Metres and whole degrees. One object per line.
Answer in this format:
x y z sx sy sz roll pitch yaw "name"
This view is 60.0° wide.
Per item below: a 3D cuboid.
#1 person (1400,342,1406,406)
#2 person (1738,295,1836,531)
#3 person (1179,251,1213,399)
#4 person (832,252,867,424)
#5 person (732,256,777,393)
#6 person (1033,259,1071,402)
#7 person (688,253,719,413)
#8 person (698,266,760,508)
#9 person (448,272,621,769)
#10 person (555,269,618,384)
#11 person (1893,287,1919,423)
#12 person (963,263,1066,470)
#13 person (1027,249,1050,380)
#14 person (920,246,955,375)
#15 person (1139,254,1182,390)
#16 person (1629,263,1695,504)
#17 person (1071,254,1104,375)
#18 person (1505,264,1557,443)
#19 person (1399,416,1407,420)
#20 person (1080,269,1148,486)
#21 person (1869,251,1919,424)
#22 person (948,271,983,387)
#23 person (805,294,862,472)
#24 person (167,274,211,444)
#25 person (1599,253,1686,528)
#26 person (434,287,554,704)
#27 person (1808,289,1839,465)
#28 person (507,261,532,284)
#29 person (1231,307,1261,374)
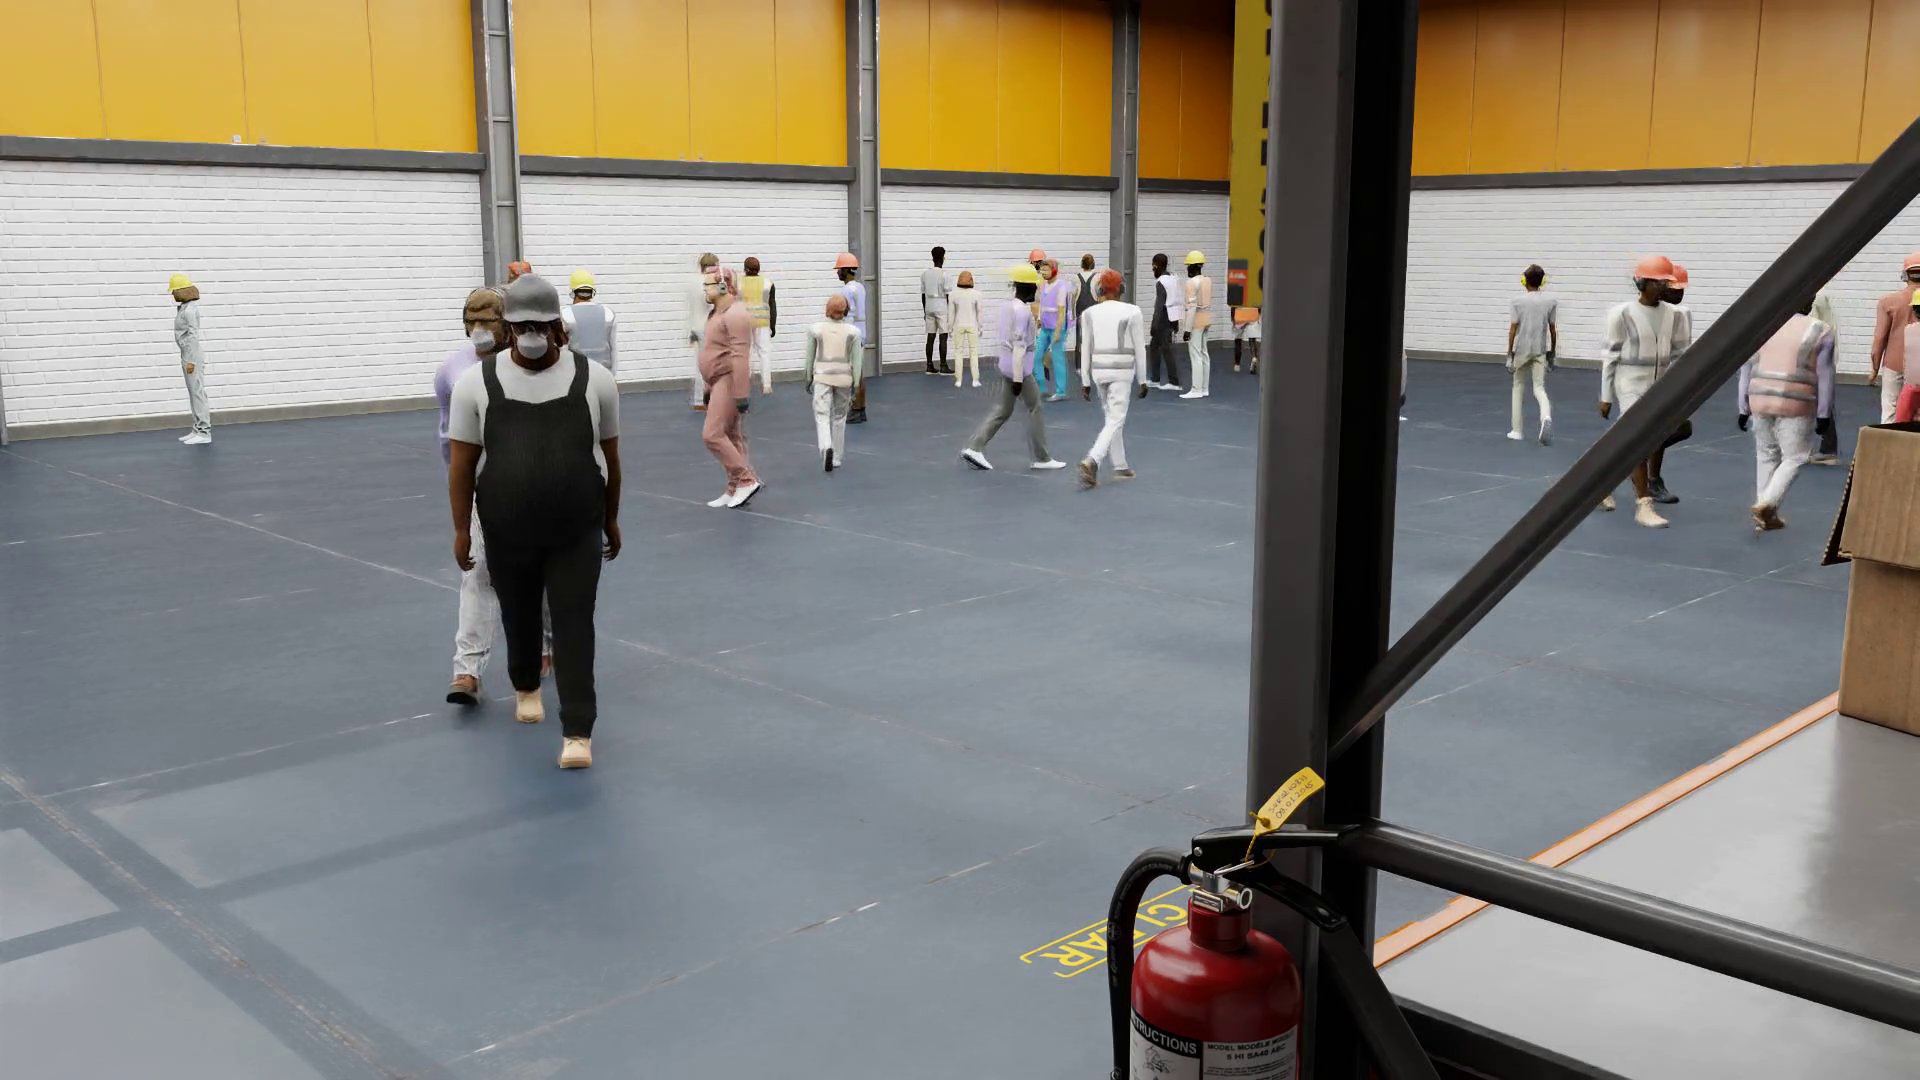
3.135 -1.160 12.957 0.648 1.868 0.852 5 11 24 "person"
5.830 -0.926 11.812 0.646 1.819 0.663 -9 14 -40 "person"
3.087 -2.813 21.796 0.388 1.926 0.590 7 12 33 "person"
-1.266 -2.289 18.907 0.373 1.934 0.552 2 11 13 "person"
-2.782 -2.891 22.444 0.628 1.847 0.429 -1 10 -8 "person"
1.121 -2.662 21.248 0.617 1.826 0.585 -6 12 -30 "person"
-2.995 -2.489 20.036 0.602 1.917 0.667 -6 12 -31 "person"
-1.852 -1.176 12.965 0.423 1.895 0.642 -3 11 -17 "person"
-1.766 -0.150 6.962 0.694 2.000 1.015 -2 11 -13 "person"
-3.307 -1.463 14.687 0.600 1.831 0.404 -8 13 -36 "person"
8.262 -1.315 14.179 0.913 1.718 0.541 -4 11 -19 "person"
0.473 -1.563 15.102 0.920 1.888 0.592 -3 11 -15 "person"
1.163 -3.330 24.626 0.378 1.930 0.538 -1 10 -7 "person"
-0.326 -3.496 25.410 0.610 1.966 0.364 9 13 39 "person"
2.730 -3.011 23.017 0.770 1.872 0.639 4 11 23 "person"
5.626 -1.261 13.347 0.577 1.908 0.523 -6 12 -28 "person"
1.956 -3.453 25.508 0.512 1.845 0.340 3 11 13 "person"
5.908 -1.913 17.144 0.520 1.846 0.807 0 10 1 "person"
4.793 -2.171 19.167 0.722 1.612 0.513 -1 10 -7 "person"
1.267 -1.383 14.222 0.594 1.855 0.898 7 13 34 "person"
8.304 -1.519 14.558 0.623 1.989 0.398 3 11 18 "person"
0.081 -2.976 23.478 0.498 1.634 0.283 1 10 5 "person"
-1.142 -1.417 15.043 0.518 1.607 0.733 -1 10 -6 "person"
-7.934 -1.858 17.105 0.304 1.739 0.485 -6 12 -30 "person"
5.079 -1.140 12.468 0.623 2.011 0.974 -2 11 -12 "person"
-2.102 -0.200 7.638 0.643 1.886 0.980 0 10 -1 "person"
7.968 -1.675 15.521 0.638 1.944 0.671 -9 14 -41 "person"
-4.230 -1.776 16.264 0.359 1.882 0.575 -8 13 -37 "person"
4.428 -3.403 25.704 0.530 1.672 0.782 0 10 -2 "person"
